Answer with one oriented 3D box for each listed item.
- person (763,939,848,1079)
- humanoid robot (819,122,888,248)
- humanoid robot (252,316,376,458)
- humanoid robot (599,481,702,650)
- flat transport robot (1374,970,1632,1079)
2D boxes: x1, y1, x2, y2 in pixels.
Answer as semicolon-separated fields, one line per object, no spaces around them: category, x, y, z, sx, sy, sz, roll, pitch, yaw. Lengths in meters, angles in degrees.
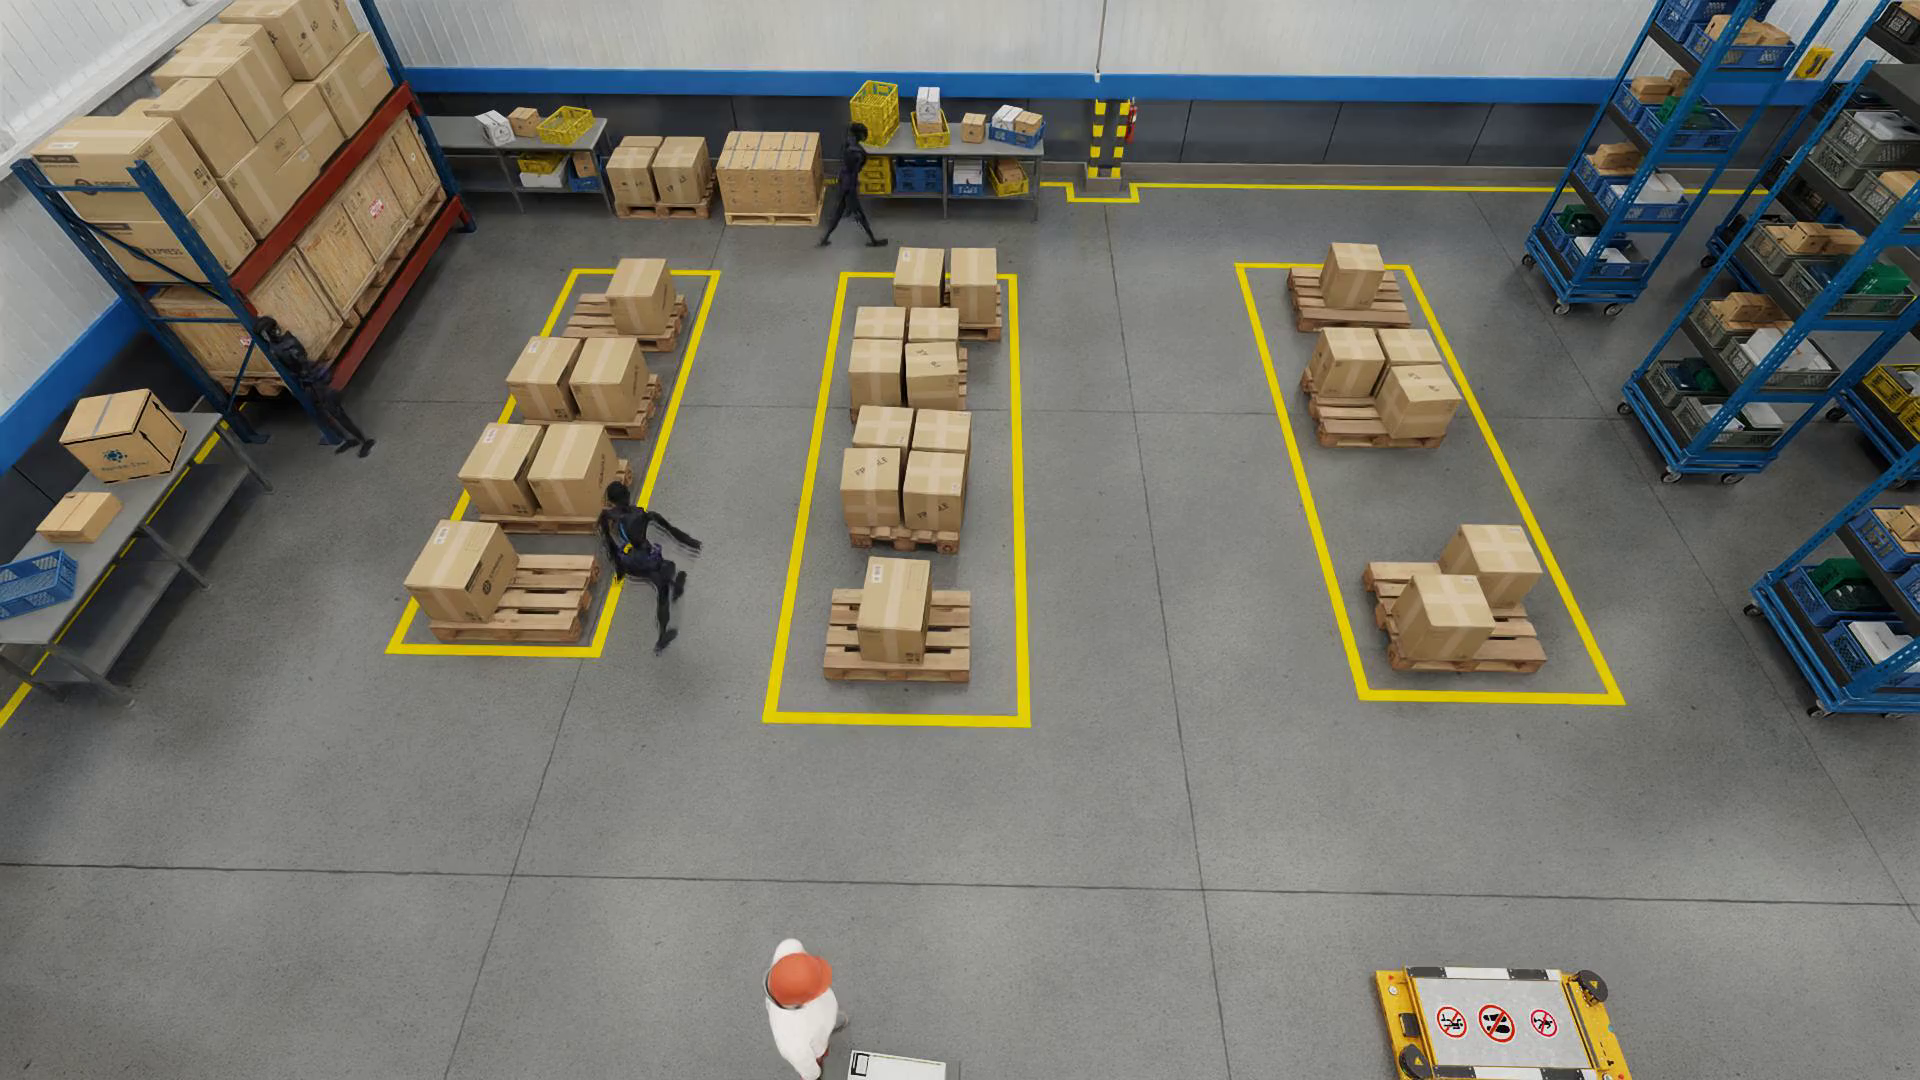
person;-0.831;2.711;5.168;0.399;1.986;0.614;-8;51;-6
humanoid robot;-1.388;-4.270;11.106;0.852;1.610;0.647;-15;52;-12
humanoid robot;-6.184;-1.458;8.764;0.645;1.651;0.349;24;55;18
humanoid robot;-2.536;0.163;7.482;0.601;1.614;0.820;11;52;9
flat transport robot;3.501;3.133;5.914;1.431;0.197;0.652;1;51;1
